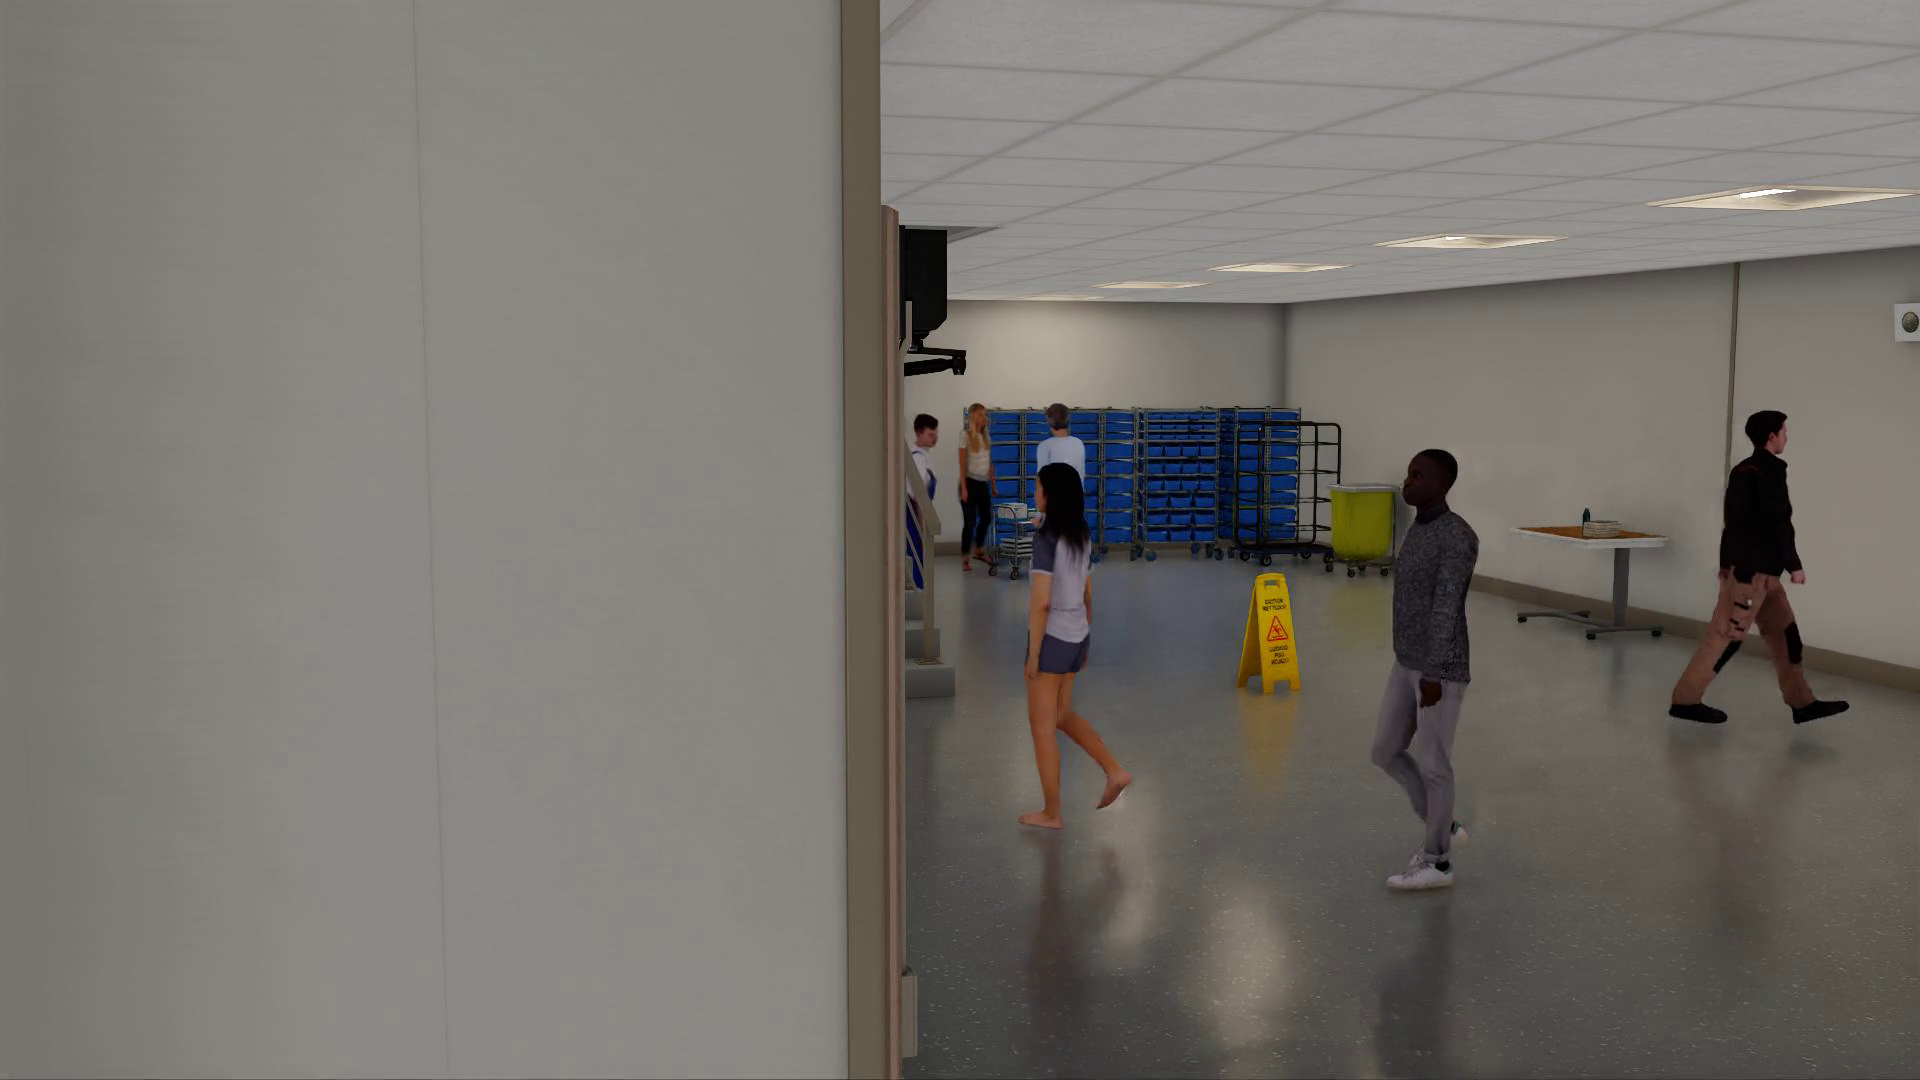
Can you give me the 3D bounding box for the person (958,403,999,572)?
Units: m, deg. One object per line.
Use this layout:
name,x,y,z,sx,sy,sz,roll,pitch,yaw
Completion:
person,0.151,-0.537,17.815,1.021,1.780,1.023,5,7,39

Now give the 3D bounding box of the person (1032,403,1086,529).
person,0.868,-0.217,14.092,0.722,1.888,0.674,-3,7,-30

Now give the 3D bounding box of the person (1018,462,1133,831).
person,0.532,0.509,7.722,0.889,1.719,0.832,3,7,28

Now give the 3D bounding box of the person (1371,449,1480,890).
person,2.031,0.541,6.891,0.745,1.822,0.580,-1,6,-13

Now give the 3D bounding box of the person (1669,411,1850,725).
person,4.620,0.218,9.873,1.117,1.866,1.297,1,6,10
